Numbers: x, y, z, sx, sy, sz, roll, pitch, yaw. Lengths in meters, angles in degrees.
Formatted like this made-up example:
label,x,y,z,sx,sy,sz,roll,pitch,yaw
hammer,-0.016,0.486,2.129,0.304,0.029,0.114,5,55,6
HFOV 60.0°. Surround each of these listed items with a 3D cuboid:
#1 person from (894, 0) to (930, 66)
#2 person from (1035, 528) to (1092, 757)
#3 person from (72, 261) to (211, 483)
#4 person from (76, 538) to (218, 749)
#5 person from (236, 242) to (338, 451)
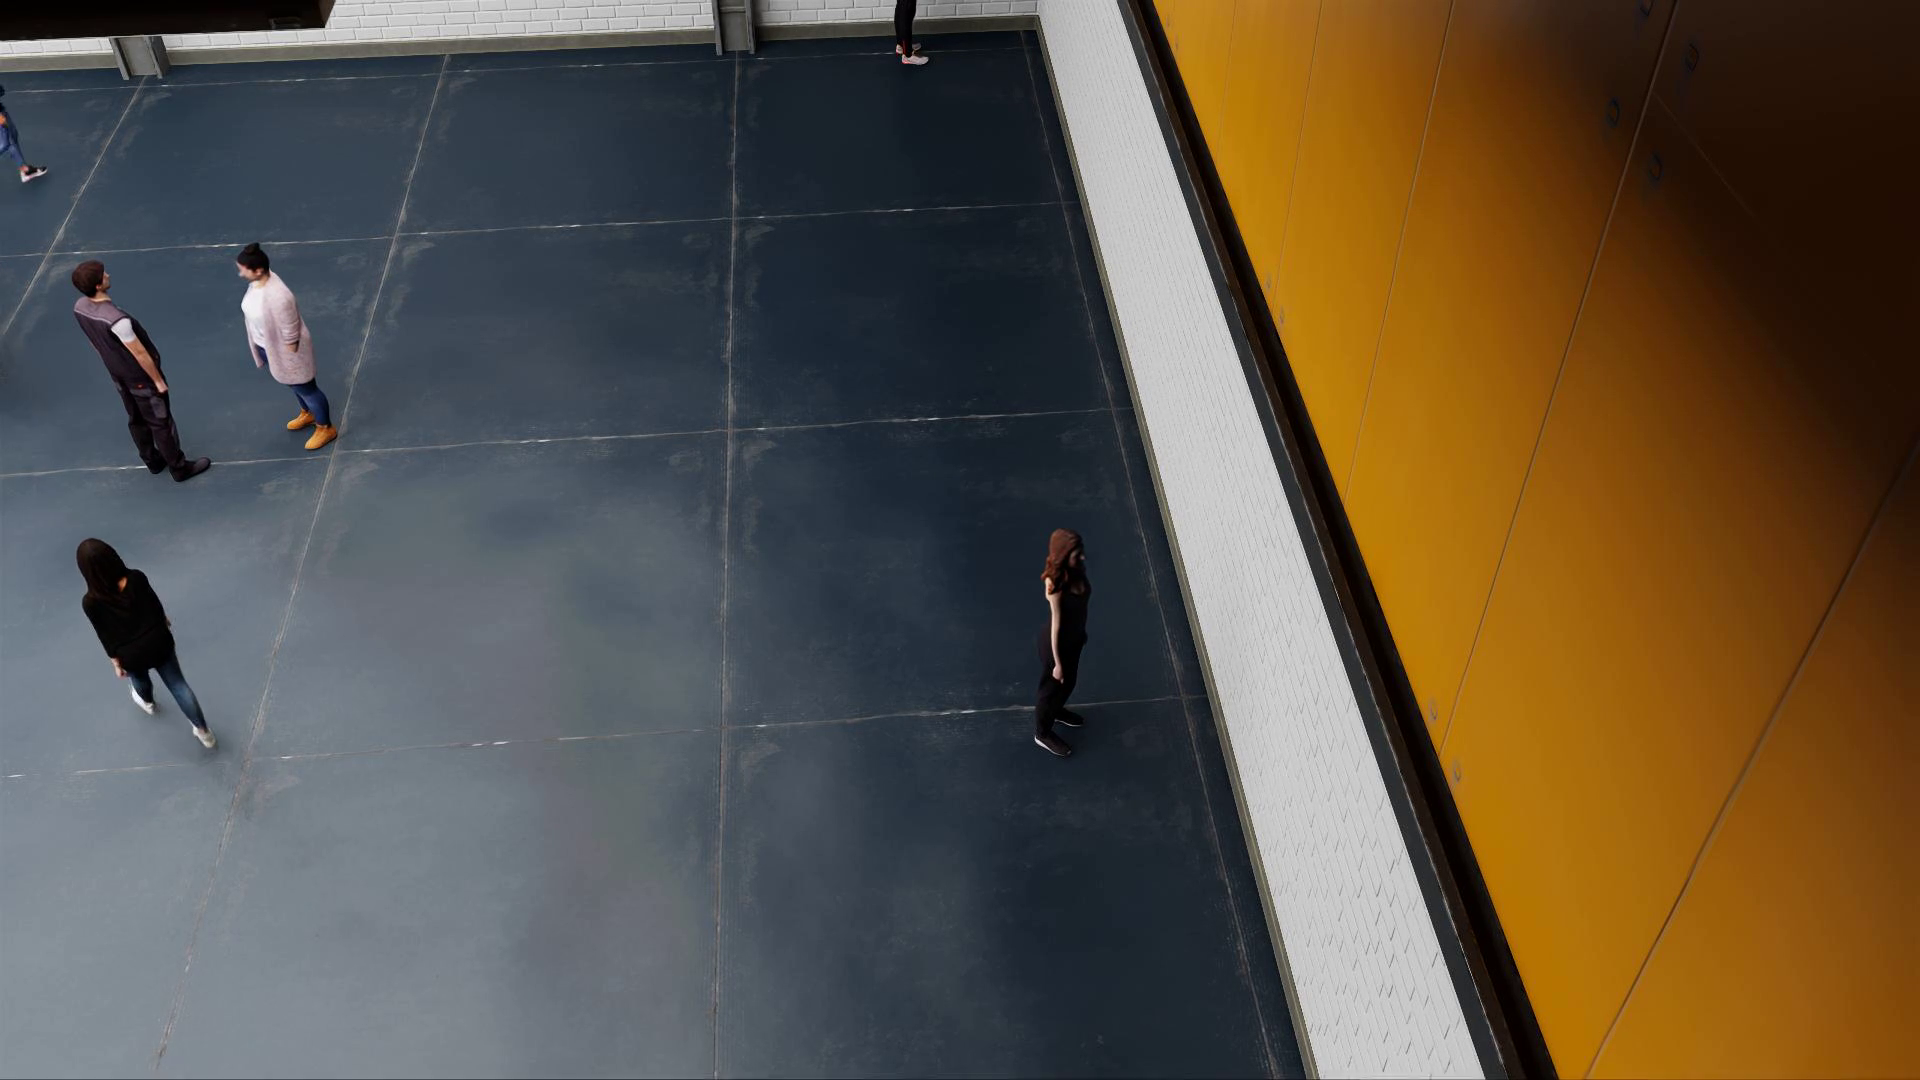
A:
label,x,y,z,sx,sy,sz,roll,pitch,yaw
person,-0.538,-5.649,16.634,0.592,1.765,0.662,-9,44,-10
person,0.611,0.592,10.094,0.672,1.748,0.658,17,46,17
person,-5.927,-1.199,11.902,0.698,1.849,0.803,20,47,20
person,-4.937,0.666,10.124,1.035,1.601,1.033,-34,53,-30
person,-4.966,-1.455,12.245,0.821,1.746,0.794,-30,51,-28
